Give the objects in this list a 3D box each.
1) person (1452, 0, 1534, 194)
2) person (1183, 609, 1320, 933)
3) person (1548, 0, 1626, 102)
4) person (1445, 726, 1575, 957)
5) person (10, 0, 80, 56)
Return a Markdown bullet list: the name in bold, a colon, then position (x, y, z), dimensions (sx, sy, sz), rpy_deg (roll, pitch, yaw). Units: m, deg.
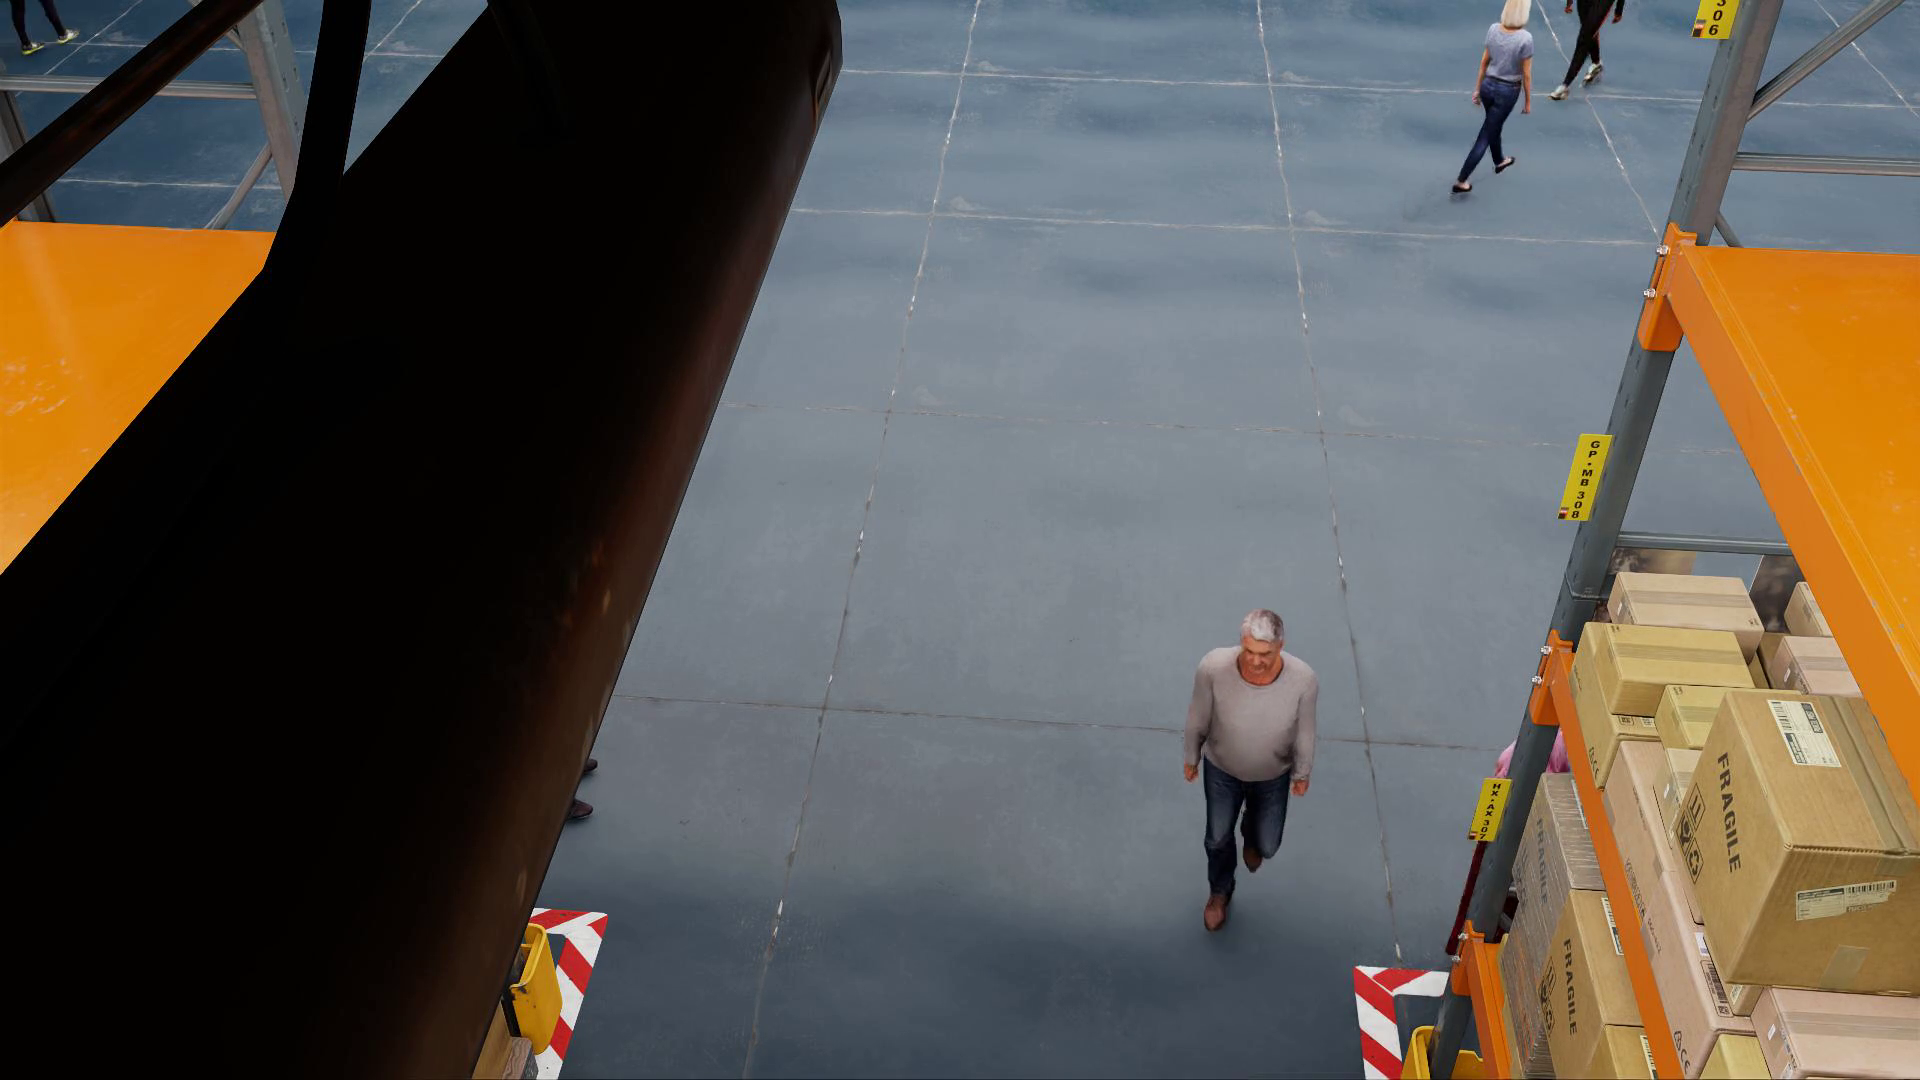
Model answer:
- **person**: position (4.433, -3.666, 13.826), dimensions (1.147, 1.673, 1.097), rpy_deg (-27, 45, -30)
- **person**: position (1.343, 0.987, 7.698), dimensions (0.839, 1.895, 0.923), rpy_deg (10, 39, 12)
- **person**: position (5.978, -5.041, 15.512), dimensions (1.254, 1.761, 1.171), rpy_deg (-30, 47, -32)
- **person**: position (2.429, 1.371, 7.417), dimensions (0.774, 1.636, 0.667), rpy_deg (-2, 38, -2)
- **person**: position (-9.318, -5.535, 16.329), dimensions (0.667, 1.532, 0.877), rpy_deg (12, 40, 15)
